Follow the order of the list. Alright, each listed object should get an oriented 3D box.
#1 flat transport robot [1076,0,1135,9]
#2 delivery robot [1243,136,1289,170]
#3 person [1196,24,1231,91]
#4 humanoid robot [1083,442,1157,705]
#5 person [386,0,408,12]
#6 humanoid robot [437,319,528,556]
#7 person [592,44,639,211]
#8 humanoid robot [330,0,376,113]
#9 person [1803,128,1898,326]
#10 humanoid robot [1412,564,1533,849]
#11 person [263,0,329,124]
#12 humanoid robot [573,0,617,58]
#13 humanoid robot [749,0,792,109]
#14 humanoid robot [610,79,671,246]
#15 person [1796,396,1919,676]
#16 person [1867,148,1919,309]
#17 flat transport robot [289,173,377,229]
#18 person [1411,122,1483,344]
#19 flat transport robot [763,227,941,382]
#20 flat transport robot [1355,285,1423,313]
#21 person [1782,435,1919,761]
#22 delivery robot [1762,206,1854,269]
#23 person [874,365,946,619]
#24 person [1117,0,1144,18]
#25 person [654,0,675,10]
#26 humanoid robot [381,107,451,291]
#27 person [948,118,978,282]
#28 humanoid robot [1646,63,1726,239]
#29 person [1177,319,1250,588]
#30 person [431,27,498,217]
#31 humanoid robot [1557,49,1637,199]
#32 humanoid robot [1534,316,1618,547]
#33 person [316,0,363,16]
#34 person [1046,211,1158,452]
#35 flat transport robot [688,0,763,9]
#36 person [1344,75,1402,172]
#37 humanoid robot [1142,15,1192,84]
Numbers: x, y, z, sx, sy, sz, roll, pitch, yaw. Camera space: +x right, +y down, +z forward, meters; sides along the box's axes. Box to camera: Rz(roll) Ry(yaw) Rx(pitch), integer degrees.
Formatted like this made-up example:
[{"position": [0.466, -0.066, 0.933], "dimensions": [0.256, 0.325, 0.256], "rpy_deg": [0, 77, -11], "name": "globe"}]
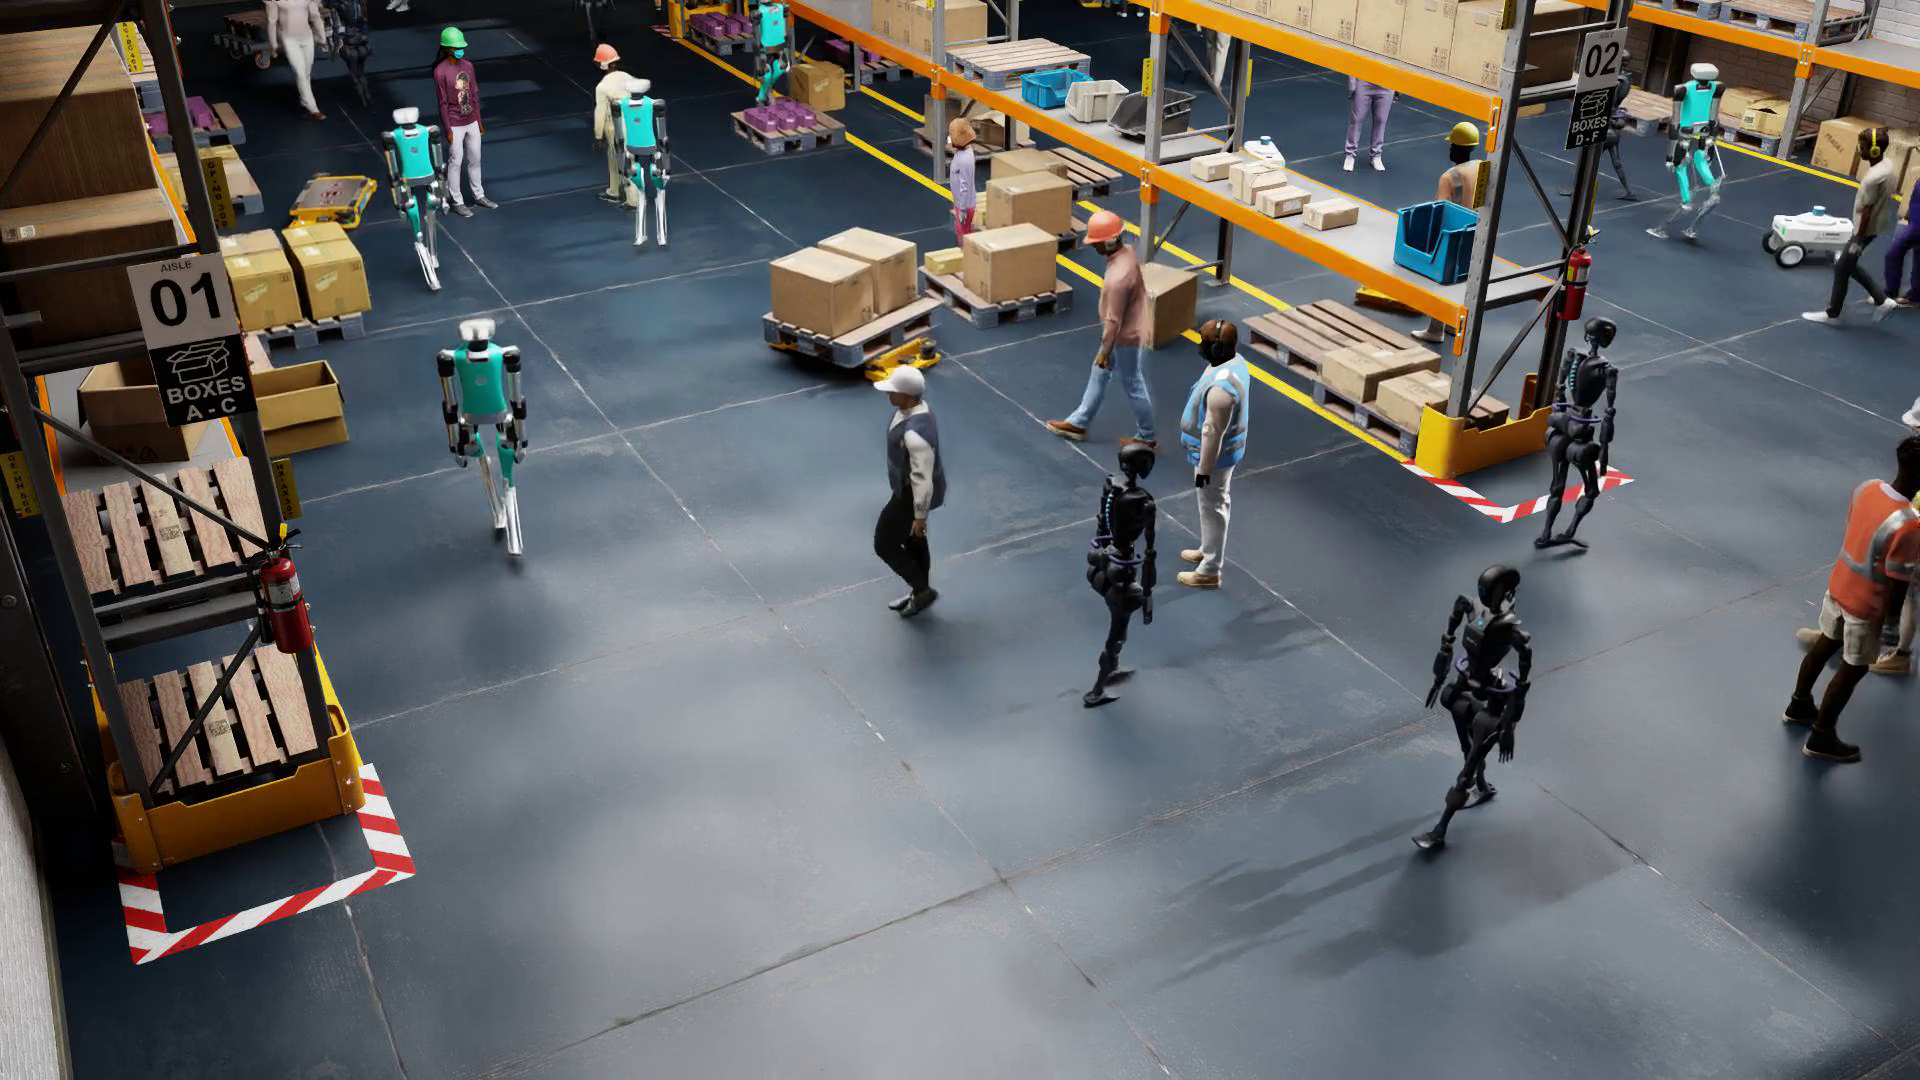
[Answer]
[{"position": [2.582, -8.667, 26.497], "dimensions": [1.431, 0.231, 0.659], "rpy_deg": [-5, 30, -9], "name": "flat transport robot"}, {"position": [3.342, -4.138, 18.316], "dimensions": [0.499, 0.584, 0.756], "rpy_deg": [-1, 30, -3], "name": "delivery robot"}, {"position": [3.418, -6.878, 21.807], "dimensions": [0.584, 1.834, 0.977], "rpy_deg": [10, 31, 17], "name": "person"}, {"position": [0.925, 0.191, 9.656], "dimensions": [0.469, 1.647, 0.589], "rpy_deg": [-16, 33, -25], "name": "humanoid robot"}, {"position": [-8.818, -8.990, 25.698], "dimensions": [0.501, 1.623, 0.422], "rpy_deg": [17, 34, 27], "name": "person"}, {"position": [-3.167, -0.733, 11.201], "dimensions": [0.552, 1.732, 0.988], "rpy_deg": [-7, 31, -12], "name": "humanoid robot"}, {"position": [-3.709, -4.333, 17.476], "dimensions": [0.708, 1.727, 0.588], "rpy_deg": [10, 31, 18], "name": "person"}, {"position": [-7.620, -6.195, 20.778], "dimensions": [0.408, 1.656, 0.602], "rpy_deg": [16, 34, 26], "name": "humanoid robot"}, {"position": [7.944, -2.688, 14.514], "dimensions": [0.626, 1.834, 0.590], "rpy_deg": [21, 36, 32], "name": "person"}, {"position": [2.657, 0.827, 8.598], "dimensions": [0.774, 1.623, 0.605], "rpy_deg": [-18, 34, -28], "name": "humanoid robot"}, {"position": [-8.032, -6.071, 20.336], "dimensions": [0.987, 1.893, 0.648], "rpy_deg": [26, 39, 37], "name": "person"}, {"position": [-5.140, -7.630, 23.308], "dimensions": [0.606, 1.636, 0.639], "rpy_deg": [-6, 30, -10], "name": "humanoid robot"}, {"position": [-2.342, -5.618, 19.840], "dimensions": [0.565, 1.911, 0.711], "rpy_deg": [-24, 37, -35], "name": "humanoid robot"}, {"position": [-3.070, -3.739, 16.310], "dimensions": [0.533, 1.677, 0.735], "rpy_deg": [0, 30, -1], "name": "humanoid robot"}, {"position": [5.515, -0.030, 9.874], "dimensions": [0.756, 1.854, 0.475], "rpy_deg": [9, 31, 15], "name": "person"}, {"position": [8.645, -2.870, 15.063], "dimensions": [0.549, 1.607, 0.503], "rpy_deg": [19, 35, 29], "name": "person"}, {"position": [-6.654, -3.595, 17.669], "dimensions": [0.659, 0.231, 1.431], "rpy_deg": [-4, 30, -7], "name": "flat transport robot"}, {"position": [4.238, -2.641, 14.343], "dimensions": [0.585, 1.928, 0.367], "rpy_deg": [-22, 36, -33], "name": "person"}, {"position": [-0.919, -1.691, 14.353], "dimensions": [1.431, 0.231, 0.659], "rpy_deg": [22, 36, 33], "name": "flat transport robot"}, {"position": [4.337, -2.511, 15.781], "dimensions": [0.659, 0.231, 1.431], "rpy_deg": [18, 35, 29], "name": "flat transport robot"}, {"position": [5.019, 0.306, 9.194], "dimensions": [0.397, 1.954, 0.604], "rpy_deg": [2, 30, 3], "name": "person"}, {"position": [8.309, -2.962, 16.296], "dimensions": [0.783, 0.612, 0.518], "rpy_deg": [3, 30, 6], "name": "delivery robot"}, {"position": [-0.318, -0.303, 10.453], "dimensions": [0.468, 1.744, 0.743], "rpy_deg": [0, 30, 0], "name": "person"}, {"position": [2.640, -8.914, 25.341], "dimensions": [0.523, 1.846, 0.330], "rpy_deg": [-3, 30, -6], "name": "person"}, {"position": [-4.662, -9.161, 25.872], "dimensions": [0.560, 1.744, 0.335], "rpy_deg": [-5, 30, -9], "name": "person"}, {"position": [-5.095, -3.253, 15.641], "dimensions": [0.536, 1.761, 1.022], "rpy_deg": [-13, 32, -21], "name": "humanoid robot"}, {"position": [0.021, -3.113, 15.469], "dimensions": [0.278, 1.628, 0.503], "rpy_deg": [-2, 30, -3], "name": "person"}, {"position": [7.343, -3.770, 16.490], "dimensions": [0.540, 1.770, 0.752], "rpy_deg": [-6, 30, -11], "name": "humanoid robot"}, {"position": [1.640, -0.568, 10.828], "dimensions": [0.430, 1.837, 0.618], "rpy_deg": [6, 31, 11], "name": "person"}, {"position": [-5.194, -4.359, 17.326], "dimensions": [0.436, 1.942, 0.487], "rpy_deg": [19, 35, 30], "name": "person"}, {"position": [6.946, -4.430, 17.760], "dimensions": [0.811, 1.621, 0.600], "rpy_deg": [13, 32, 21], "name": "humanoid robot"}, {"position": [4.167, -0.711, 11.241], "dimensions": [0.354, 1.649, 0.587], "rpy_deg": [-11, 32, -19], "name": "humanoid robot"}, {"position": [-9.577, -8.726, 25.048], "dimensions": [0.839, 1.793, 0.614], "rpy_deg": [-13, 33, -22], "name": "person"}, {"position": [1.094, -1.538, 12.429], "dimensions": [0.964, 1.923, 0.670], "rpy_deg": [3, 30, 4], "name": "person"}, {"position": [-3.543, -8.616, 26.408], "dimensions": [1.431, 0.231, 0.659], "rpy_deg": [-12, 32, -19], "name": "flat transport robot"}, {"position": [4.652, -5.084, 18.617], "dimensions": [0.641, 1.910, 0.404], "rpy_deg": [1, 30, 1], "name": "person"}, {"position": [2.743, -6.822, 21.892], "dimensions": [0.643, 1.640, 0.596], "rpy_deg": [20, 35, 31], "name": "humanoid robot"}]
